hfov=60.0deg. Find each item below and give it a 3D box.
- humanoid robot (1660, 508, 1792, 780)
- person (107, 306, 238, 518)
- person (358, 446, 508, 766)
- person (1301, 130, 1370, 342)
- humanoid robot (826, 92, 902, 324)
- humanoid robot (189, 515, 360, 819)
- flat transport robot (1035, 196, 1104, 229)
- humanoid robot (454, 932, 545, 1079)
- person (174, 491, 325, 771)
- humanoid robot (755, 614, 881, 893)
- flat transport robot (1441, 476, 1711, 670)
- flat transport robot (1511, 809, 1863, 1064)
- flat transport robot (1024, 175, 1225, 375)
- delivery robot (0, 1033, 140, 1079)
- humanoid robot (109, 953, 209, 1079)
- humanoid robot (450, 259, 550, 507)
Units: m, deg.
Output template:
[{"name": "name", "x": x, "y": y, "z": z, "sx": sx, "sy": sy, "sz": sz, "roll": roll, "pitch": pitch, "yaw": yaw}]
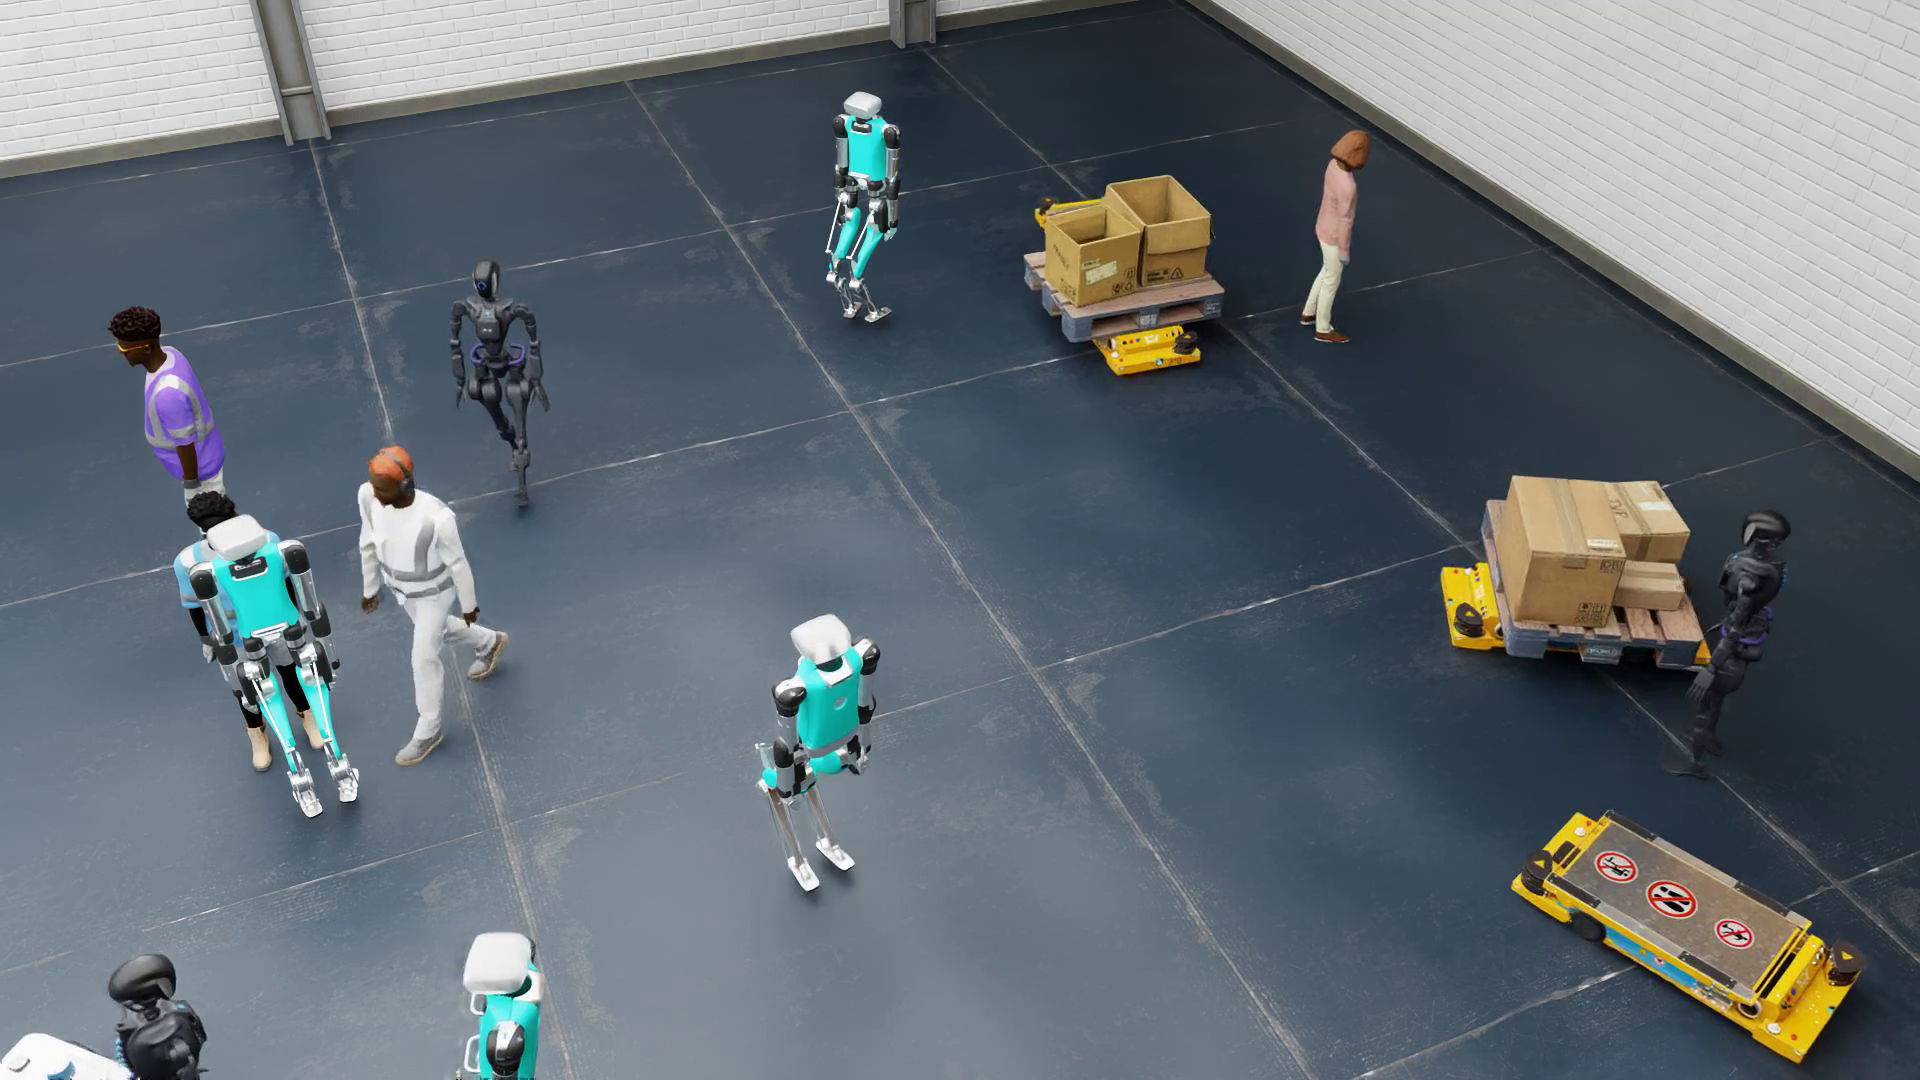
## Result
[{"name": "humanoid robot", "x": 3.901, "y": 0.530, "z": 8.432, "sx": 0.328, "sy": 1.653, "sz": 0.601, "roll": 20, "pitch": 42, "yaw": 24}, {"name": "person", "x": -4.394, "y": -0.466, "z": 9.500, "sx": 0.374, "sy": 1.958, "sz": 0.605, "roll": -15, "pitch": 40, "yaw": -19}, {"name": "person", "x": -2.758, "y": 0.227, "z": 8.691, "sx": 0.598, "sy": 1.848, "sz": 0.932, "roll": 19, "pitch": 42, "yaw": 23}, {"name": "person", "x": 2.730, "y": -2.184, "z": 12.000, "sx": 0.335, "sy": 1.623, "sz": 0.514, "roll": -1, "pitch": 38, "yaw": -1}, {"name": "humanoid robot", "x": -0.770, "y": -2.314, "z": 11.971, "sx": 0.533, "sy": 1.677, "sz": 0.735, "roll": 18, "pitch": 41, "yaw": 22}, {"name": "humanoid robot", "x": -3.240, "y": 0.719, "z": 8.024, "sx": 0.533, "sy": 1.675, "sz": 0.735, "roll": -17, "pitch": 41, "yaw": -20}, {"name": "flat transport robot", "x": 1.136, "y": -2.400, "z": 13.398, "sx": 0.659, "sy": 0.231, "sz": 1.431, "roll": -10, "pitch": 39, "yaw": -13}, {"name": "humanoid robot", "x": -1.906, "y": 2.158, "z": 6.266, "sx": 1.039, "sy": 1.716, "sz": 0.556, "roll": -5, "pitch": 38, "yaw": -6}, {"name": "person", "x": -3.624, "y": 0.451, "z": 8.513, "sx": 0.540, "sy": 1.695, "sz": 0.316, "roll": -19, "pitch": 41, "yaw": -23}, {"name": "humanoid robot", "x": -0.738, "y": 0.934, "z": 7.776, "sx": 0.530, "sy": 1.692, "sz": 0.748, "roll": -27, "pitch": 45, "yaw": -30}, {"name": "flat transport robot", "x": 3.592, "y": 0.408, "z": 9.742, "sx": 1.431, "sy": 0.231, "sz": 0.659, "roll": 4, "pitch": 38, "yaw": 6}, {"name": "flat transport robot", "x": 3.438, "y": 1.820, "z": 7.905, "sx": 1.431, "sy": 0.231, "sz": 0.659, "roll": 31, "pitch": 47, "yaw": 34}, {"name": "flat transport robot", "x": 1.220, "y": -1.713, "z": 12.503, "sx": 0.659, "sy": 0.231, "sz": 1.431, "roll": -12, "pitch": 39, "yaw": -15}, {"name": "delivery robot", "x": -3.703, "y": 2.365, "z": 6.964, "sx": 0.784, "sy": 0.599, "sz": 0.499, "roll": 13, "pitch": 40, "yaw": 17}, {"name": "humanoid robot", "x": -2.946, "y": 2.177, "z": 6.289, "sx": 0.595, "sy": 1.646, "sz": 0.369, "roll": 30, "pitch": 46, "yaw": 33}, {"name": "humanoid robot", "x": -2.906, "y": -1.009, "z": 10.467, "sx": 0.600, "sy": 1.624, "sz": 0.779, "roll": -1, "pitch": 38, "yaw": -2}]
